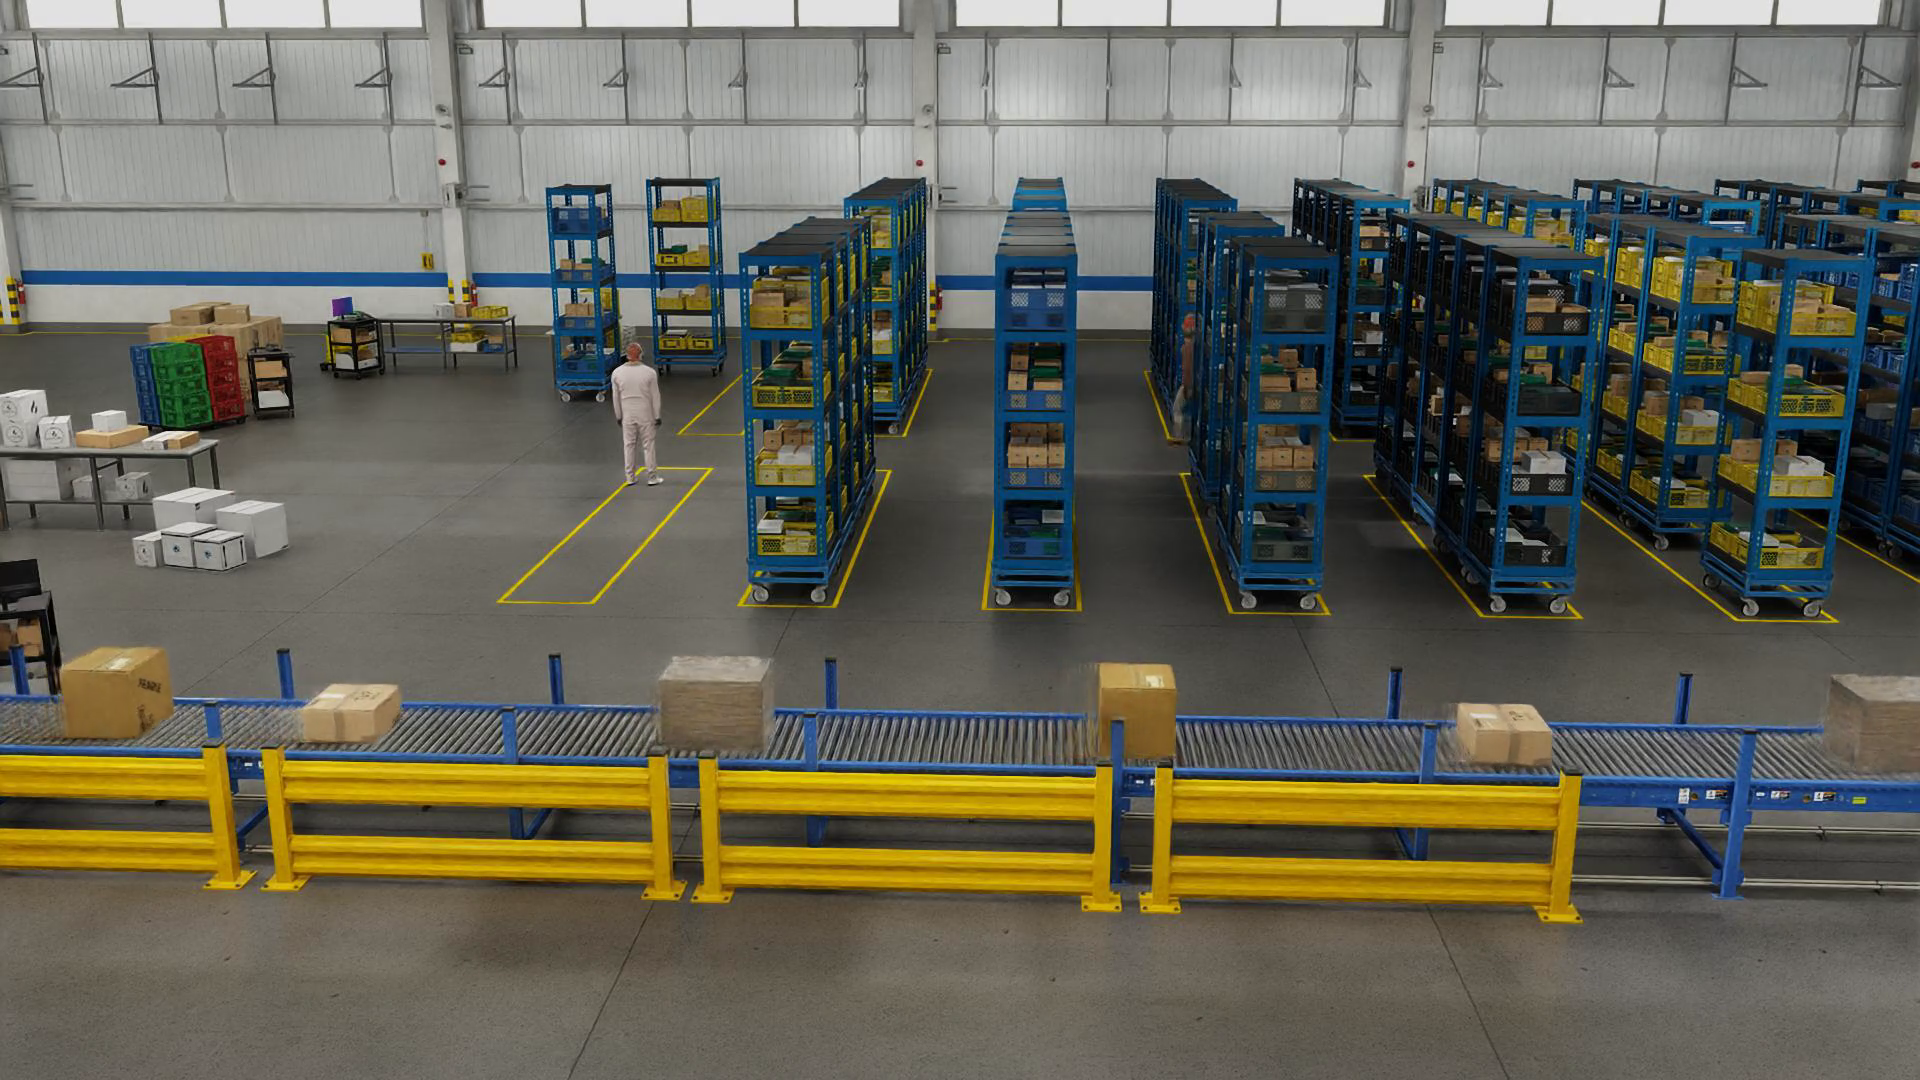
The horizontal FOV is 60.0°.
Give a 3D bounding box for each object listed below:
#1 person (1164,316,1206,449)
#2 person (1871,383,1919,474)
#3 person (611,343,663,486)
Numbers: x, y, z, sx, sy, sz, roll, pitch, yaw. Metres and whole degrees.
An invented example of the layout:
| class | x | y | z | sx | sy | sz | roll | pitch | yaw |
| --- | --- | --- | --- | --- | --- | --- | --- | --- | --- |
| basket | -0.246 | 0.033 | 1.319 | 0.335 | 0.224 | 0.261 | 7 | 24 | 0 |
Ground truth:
| class | x | y | z | sx | sy | sz | roll | pitch | yaw |
| --- | --- | --- | --- | --- | --- | --- | --- | --- | --- |
| person | 3.337 | -2.289 | 24.311 | 0.619 | 1.964 | 0.777 | -11 | 19 | -36 |
| person | 12.793 | -1.750 | 22.621 | 0.951 | 1.812 | 0.566 | 3 | 15 | 11 |
| person | -4.270 | -1.665 | 22.108 | 0.639 | 1.909 | 0.409 | 2 | 15 | 7 |
